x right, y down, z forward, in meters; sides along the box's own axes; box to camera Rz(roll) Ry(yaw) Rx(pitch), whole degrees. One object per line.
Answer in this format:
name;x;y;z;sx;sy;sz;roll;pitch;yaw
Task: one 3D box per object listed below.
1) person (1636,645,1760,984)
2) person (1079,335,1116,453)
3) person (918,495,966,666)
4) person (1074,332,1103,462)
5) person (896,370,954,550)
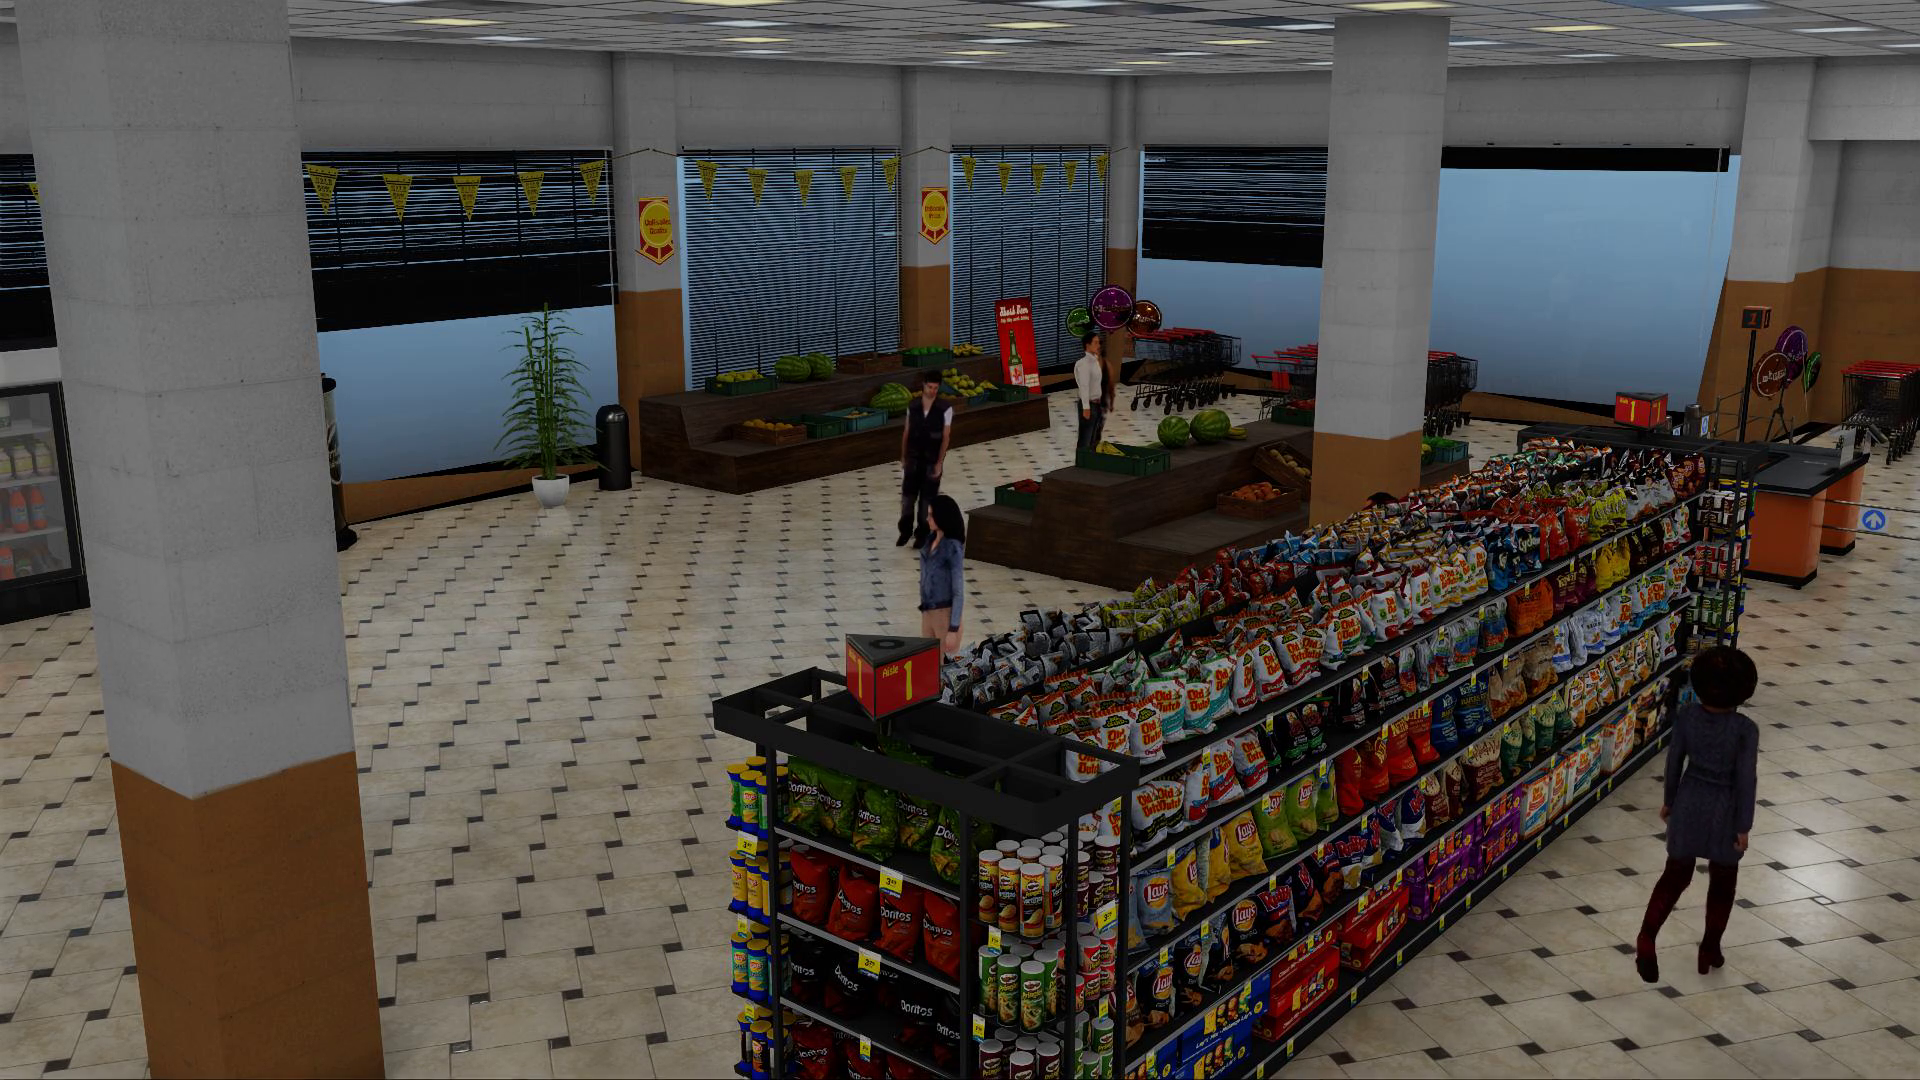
person;3.529;1.357;7.943;1.047;1.689;0.669;-12;18;-41
person;1.667;-1.700;20.609;0.676;1.660;0.799;-8;16;-31
person;-0.110;0.565;11.031;0.707;1.774;0.702;-6;15;-23
person;1.521;-1.572;19.760;0.795;1.812;0.635;4;14;18
person;-0.309;-0.798;16.567;0.863;1.812;0.876;5;14;18
